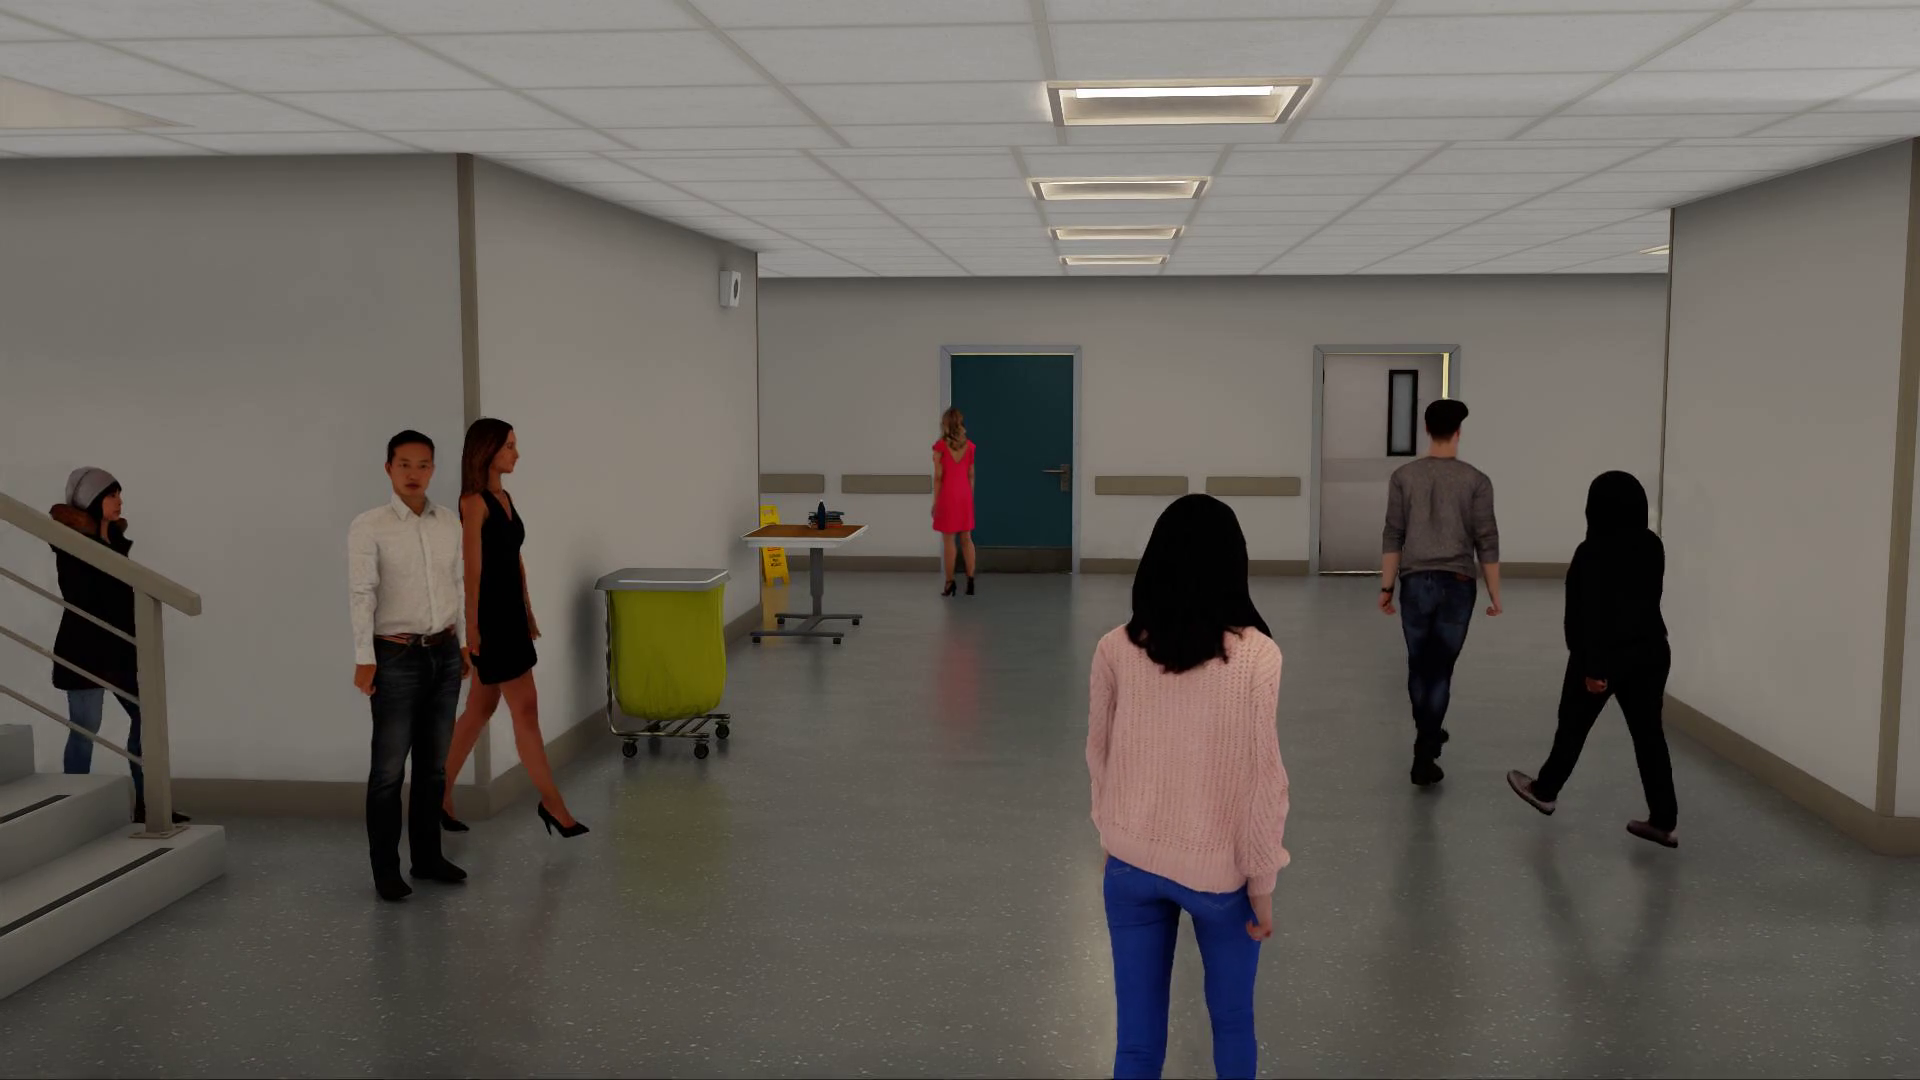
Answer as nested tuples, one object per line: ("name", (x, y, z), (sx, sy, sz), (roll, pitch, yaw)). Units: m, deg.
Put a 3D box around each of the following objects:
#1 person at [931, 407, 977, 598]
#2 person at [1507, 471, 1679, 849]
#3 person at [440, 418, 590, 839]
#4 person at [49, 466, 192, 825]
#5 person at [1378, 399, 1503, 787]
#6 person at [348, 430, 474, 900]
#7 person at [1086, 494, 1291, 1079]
("person", (-0.037, -0.352, 15.118), (0.628, 1.729, 0.724), (-3, 6, -26))
("person", (2.875, 0.538, 7.091), (1.127, 1.564, 1.078), (-3, 6, -27))
("person", (-2.080, 0.412, 7.159), (0.955, 1.803, 0.615), (0, 6, 3))
("person", (-3.817, 0.498, 7.229), (0.756, 1.617, 0.661), (0, 6, 0))
("person", (2.310, 0.280, 8.142), (1.136, 1.869, 1.050), (3, 7, 30))
("person", (-2.156, 0.470, 6.545), (0.748, 1.810, 0.738), (5, 7, 39))
("person", (0.461, 0.805, 3.688), (1.152, 1.714, 0.974), (3, 6, 24))
